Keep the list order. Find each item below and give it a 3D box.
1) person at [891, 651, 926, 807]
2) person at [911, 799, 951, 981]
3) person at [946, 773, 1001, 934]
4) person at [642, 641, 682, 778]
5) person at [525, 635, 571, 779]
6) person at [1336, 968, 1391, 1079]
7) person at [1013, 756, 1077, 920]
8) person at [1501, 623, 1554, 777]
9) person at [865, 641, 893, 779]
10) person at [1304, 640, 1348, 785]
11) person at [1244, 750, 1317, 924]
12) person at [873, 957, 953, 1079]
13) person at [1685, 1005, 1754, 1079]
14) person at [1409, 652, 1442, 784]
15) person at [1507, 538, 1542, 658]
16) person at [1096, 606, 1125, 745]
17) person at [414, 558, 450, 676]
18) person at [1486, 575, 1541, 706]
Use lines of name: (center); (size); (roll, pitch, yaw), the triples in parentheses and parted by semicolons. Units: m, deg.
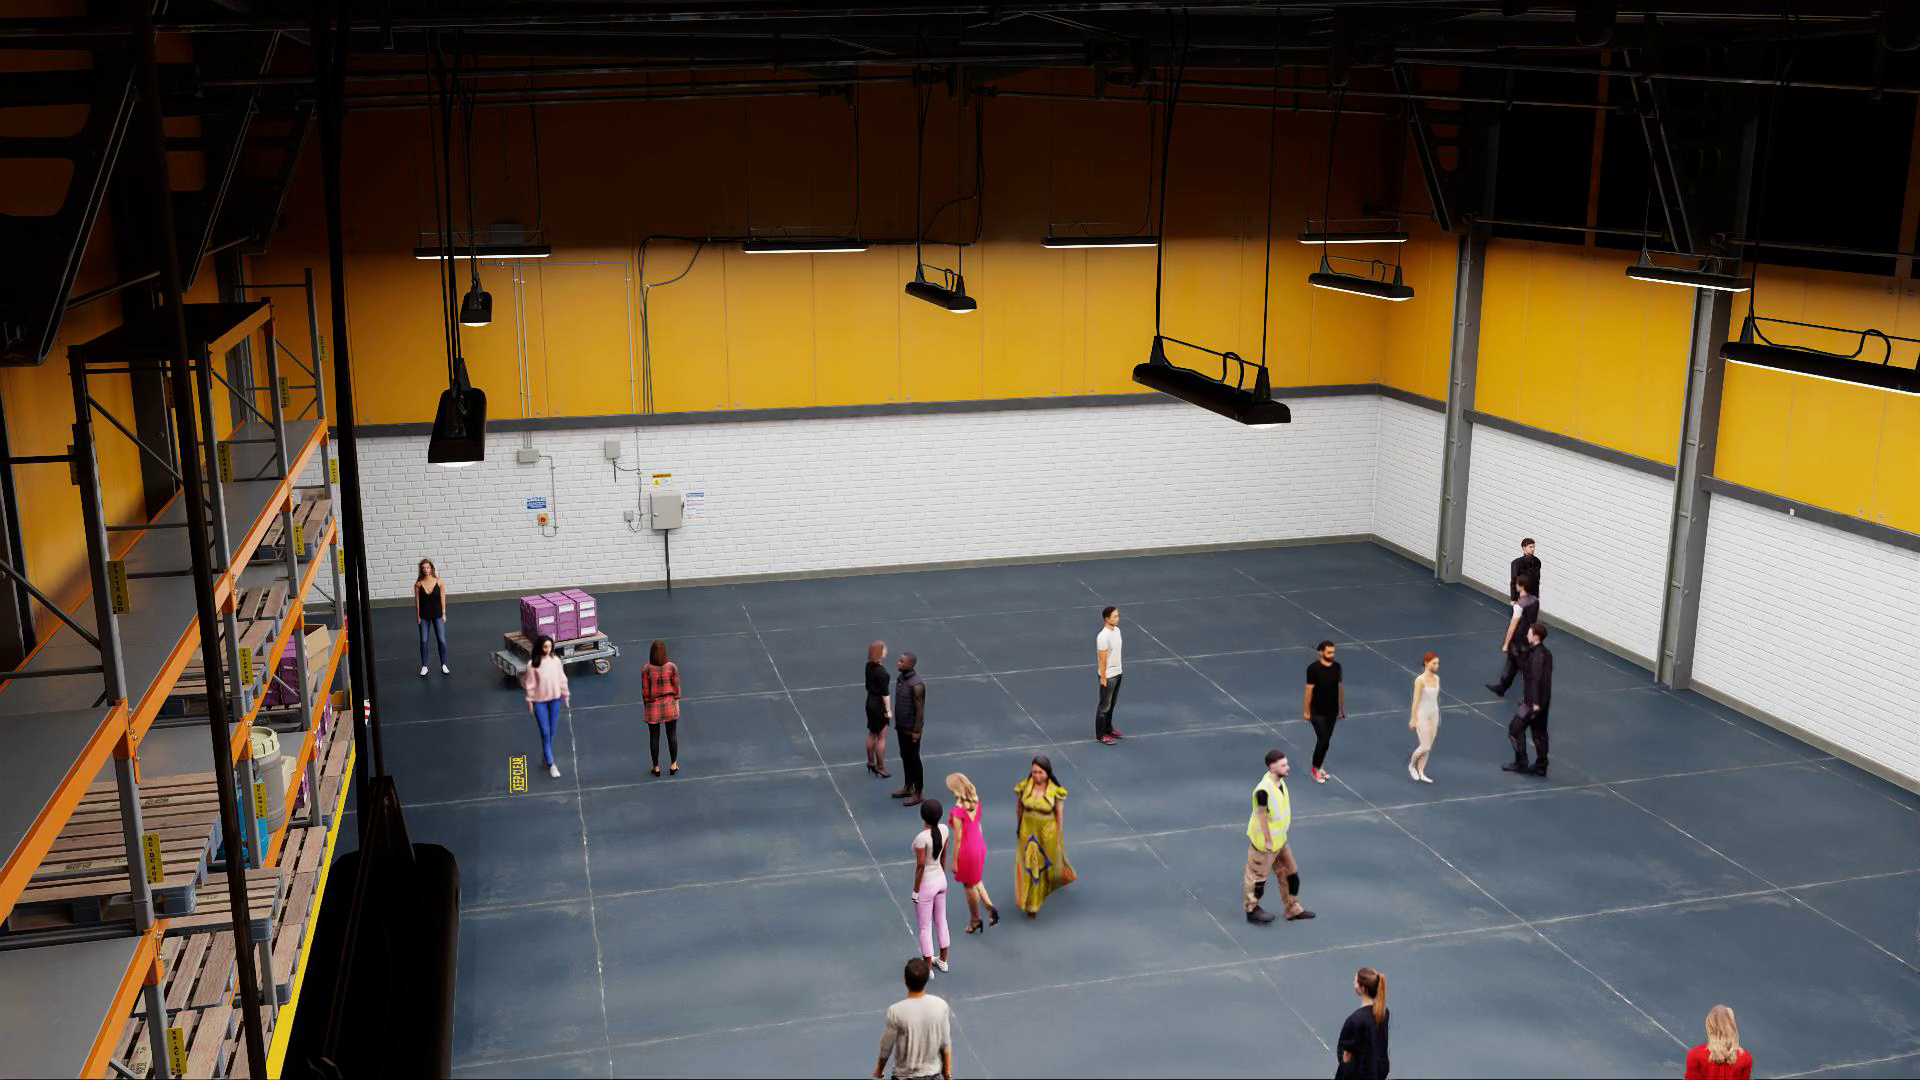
person: (-0.587, 2.175, 19.398); (0.813, 1.835, 0.595); (-8, 16, -28)
person: (-0.273, 3.201, 15.363); (0.684, 1.742, 0.661); (11, 18, 39)
person: (0.167, 3.057, 16.058); (0.903, 1.694, 0.843); (10, 17, 36)
person: (-3.636, 2.037, 20.248); (0.614, 1.703, 0.545); (-3, 14, -12)
person: (-5.077, 1.994, 20.355); (0.872, 1.737, 1.067); (-9, 16, -33)
person: (3.058, 3.987, 12.277); (0.832, 1.666, 1.017); (-10, 17, -36)
person: (0.814, 2.929, 16.702); (1.102, 1.639, 1.314); (3, 14, 11)
person: (7.051, 1.967, 20.139); (0.934, 1.891, 0.879); (9, 17, 34)
person: (-1.008, 2.050, 20.195); (0.697, 1.704, 0.526); (-9, 16, -32)
person: (4.360, 2.038, 20.158); (0.699, 1.745, 0.723); (-7, 15, -28)
person: (2.979, 2.913, 16.386); (1.094, 1.819, 1.036); (8, 16, 29)
person: (-0.282, 3.964, 12.141); (0.800, 1.774, 1.172); (-6, 15, -25)
person: (5.315, 4.126, 11.679); (0.929, 1.676, 1.187); (2, 14, 10)
person: (5.547, 2.127, 20.026); (0.657, 1.633, 0.674); (-9, 16, -32)
person: (8.422, 0.862, 24.813); (0.772, 1.839, 0.657); (-7, 15, -27)
person: (1.910, 1.711, 21.385); (0.760, 1.802, 0.692); (7, 15, 27)
person: (-7.663, 1.097, 24.093); (0.591, 1.722, 0.524); (-4, 14, -17)
person: (7.746, 1.401, 22.623); (1.186, 1.822, 1.024); (12, 18, 42)
